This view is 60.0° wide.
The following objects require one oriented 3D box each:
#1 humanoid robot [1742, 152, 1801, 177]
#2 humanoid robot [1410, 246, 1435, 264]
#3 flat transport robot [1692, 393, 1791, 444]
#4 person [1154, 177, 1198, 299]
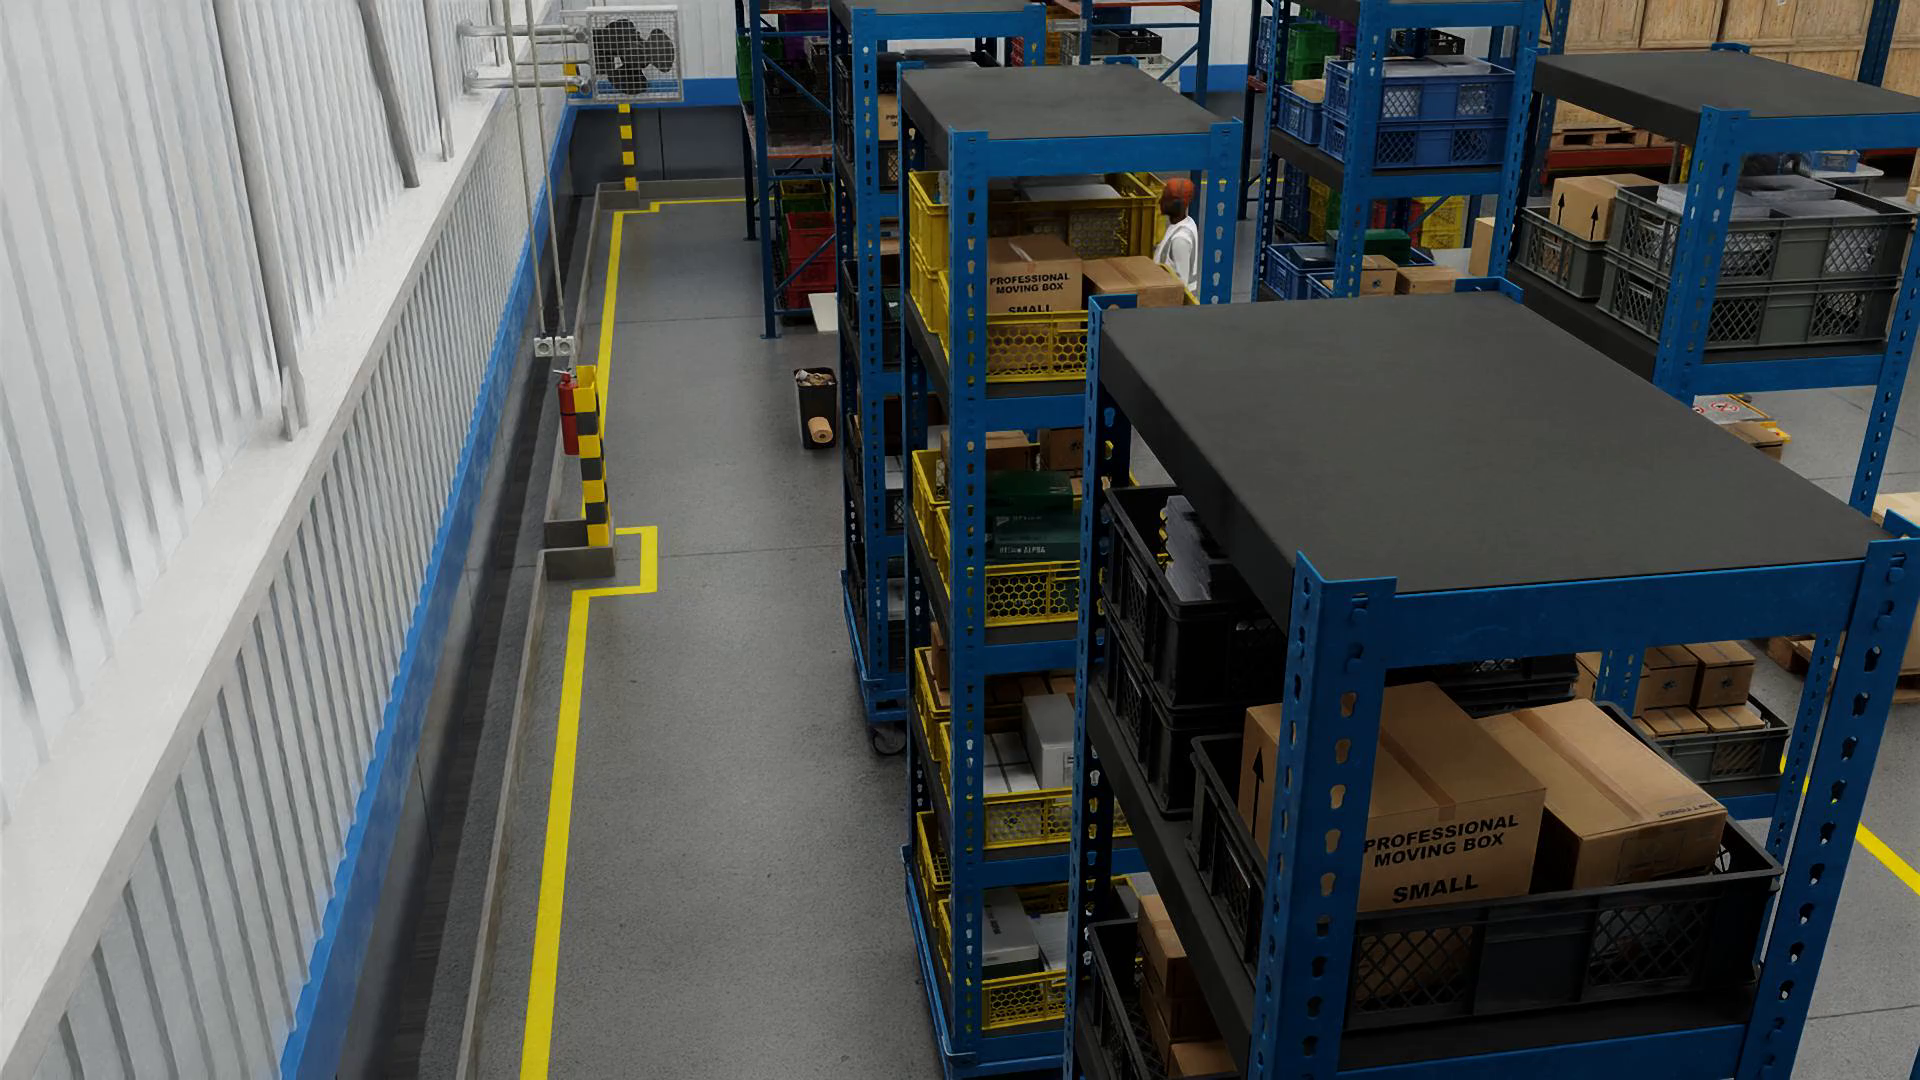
[{"bbox_3d":[7.339,-3.010,15.194,0.579,1.624,0.736,2,25,4],"label":"humanoid robot"},{"bbox_3d":[2.991,-1.135,11.060,0.605,1.660,0.316,6,25,12],"label":"humanoid robot"},{"bbox_3d":[5.224,-0.859,12.132,1.431,0.197,0.652,-4,25,-8],"label":"flat transport robot"},{"bbox_3d":[1.531,-1.680,12.018,0.353,1.884,0.573,3,25,6],"label":"person"}]
